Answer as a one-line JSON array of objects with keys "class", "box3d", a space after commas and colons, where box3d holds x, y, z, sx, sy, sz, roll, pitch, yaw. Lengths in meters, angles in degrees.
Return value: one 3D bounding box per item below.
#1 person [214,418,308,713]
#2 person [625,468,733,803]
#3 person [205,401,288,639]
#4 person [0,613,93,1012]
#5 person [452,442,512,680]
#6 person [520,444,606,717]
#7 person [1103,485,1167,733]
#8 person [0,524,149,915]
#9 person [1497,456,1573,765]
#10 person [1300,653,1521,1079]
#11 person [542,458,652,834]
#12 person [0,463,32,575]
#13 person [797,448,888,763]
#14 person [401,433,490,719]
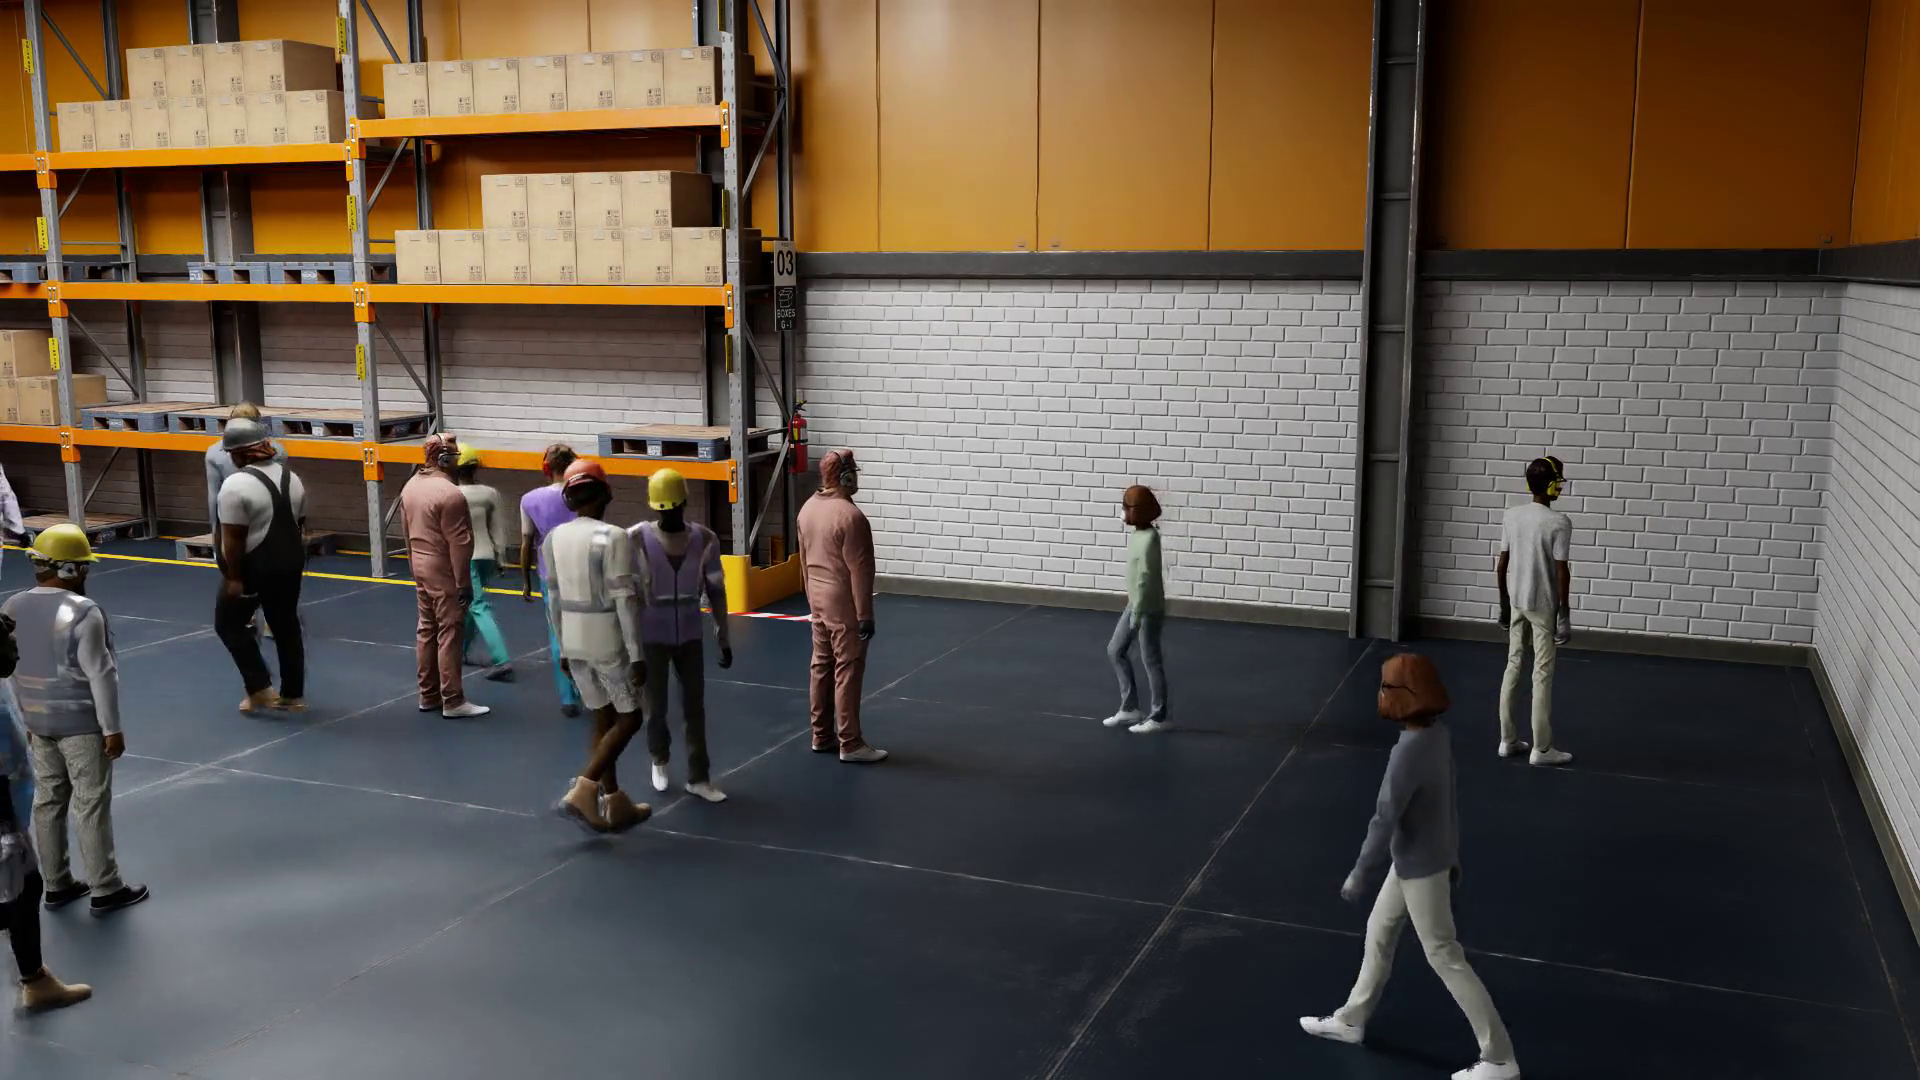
[{"class": "person", "box3d": [-4.676, 0.171, 11.103, 0.541, 2.000, 0.709, 4, 10, 21]}, {"class": "person", "box3d": [-1.596, 0.535, 9.301, 0.631, 1.908, 0.424, -5, 11, -29]}, {"class": "person", "box3d": [-5.723, -0.155, 13.447, 0.634, 1.949, 0.406, -2, 9, -9]}, {"class": "person", "box3d": [-3.869, 1.109, 6.501, 0.679, 1.674, 0.528, -6, 11, -31]}, {"class": "person", "box3d": [-3.584, 0.145, 12.230, 0.947, 1.720, 0.521, 6, 11, 34]}, {"class": "person", "box3d": [-2.698, 0.245, 11.360, 0.582, 1.800, 0.896, -3, 10, -18]}, {"class": "person", "box3d": [1.108, 0.452, 10.662, 0.541, 1.611, 0.519, -1, 9, -4]}, {"class": "person", "box3d": [-4.130, 0.834, 7.746, 0.586, 1.823, 0.403, 3, 10, 19]}, {"class": "person", "box3d": [3.494, 0.421, 10.104, 0.335, 1.873, 0.520, -6, 11, -32]}, {"class": "person", "box3d": [1.722, 1.211, 6.176, 0.850, 1.588, 0.505, 4, 10, 25]}, {"class": "person", "box3d": [-1.938, 0.578, 8.797, 0.703, 1.989, 0.552, 6, 11, 34]}, {"class": "person", "box3d": [-7.612, -0.019, 12.888, 0.492, 1.833, 0.646, 3, 10, 17]}, {"class": "person", "box3d": [-0.710, 0.396, 10.135, 0.407, 1.913, 0.641, -7, 12, -37]}, {"class": "person", "box3d": [-3.440, 0.234, 11.131, 0.650, 1.906, 0.401, 9, 13, 43]}]
